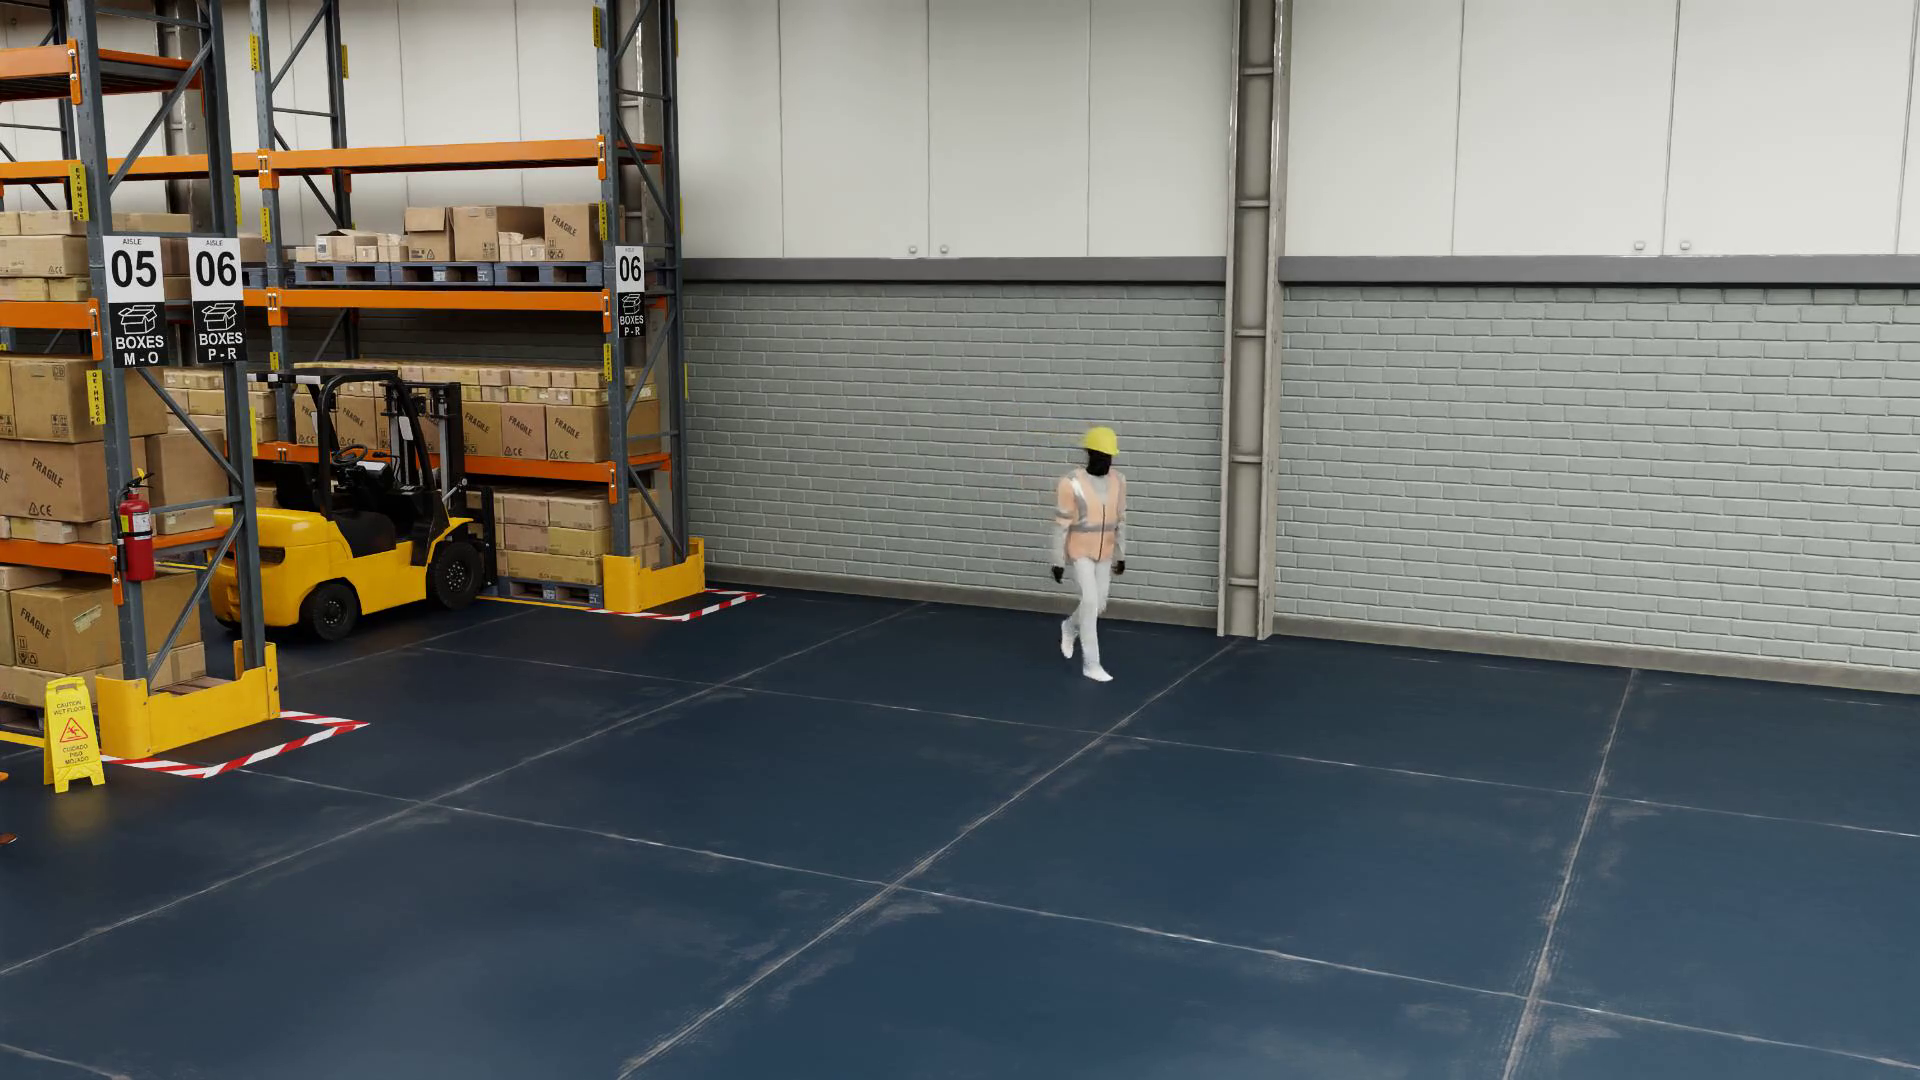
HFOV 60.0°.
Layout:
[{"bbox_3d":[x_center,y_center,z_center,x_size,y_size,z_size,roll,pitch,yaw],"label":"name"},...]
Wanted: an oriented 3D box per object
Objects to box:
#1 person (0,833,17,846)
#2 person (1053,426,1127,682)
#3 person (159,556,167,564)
[{"bbox_3d":[-5.248,0.817,8.659,0.497,1.633,0.283,2,10,13],"label":"person"},{"bbox_3d":[0.941,0.070,12.469,0.610,1.894,0.785,-5,11,-30],"label":"person"},{"bbox_3d":[-6.355,0.012,12.796,0.989,1.900,0.633,4,10,23],"label":"person"}]
